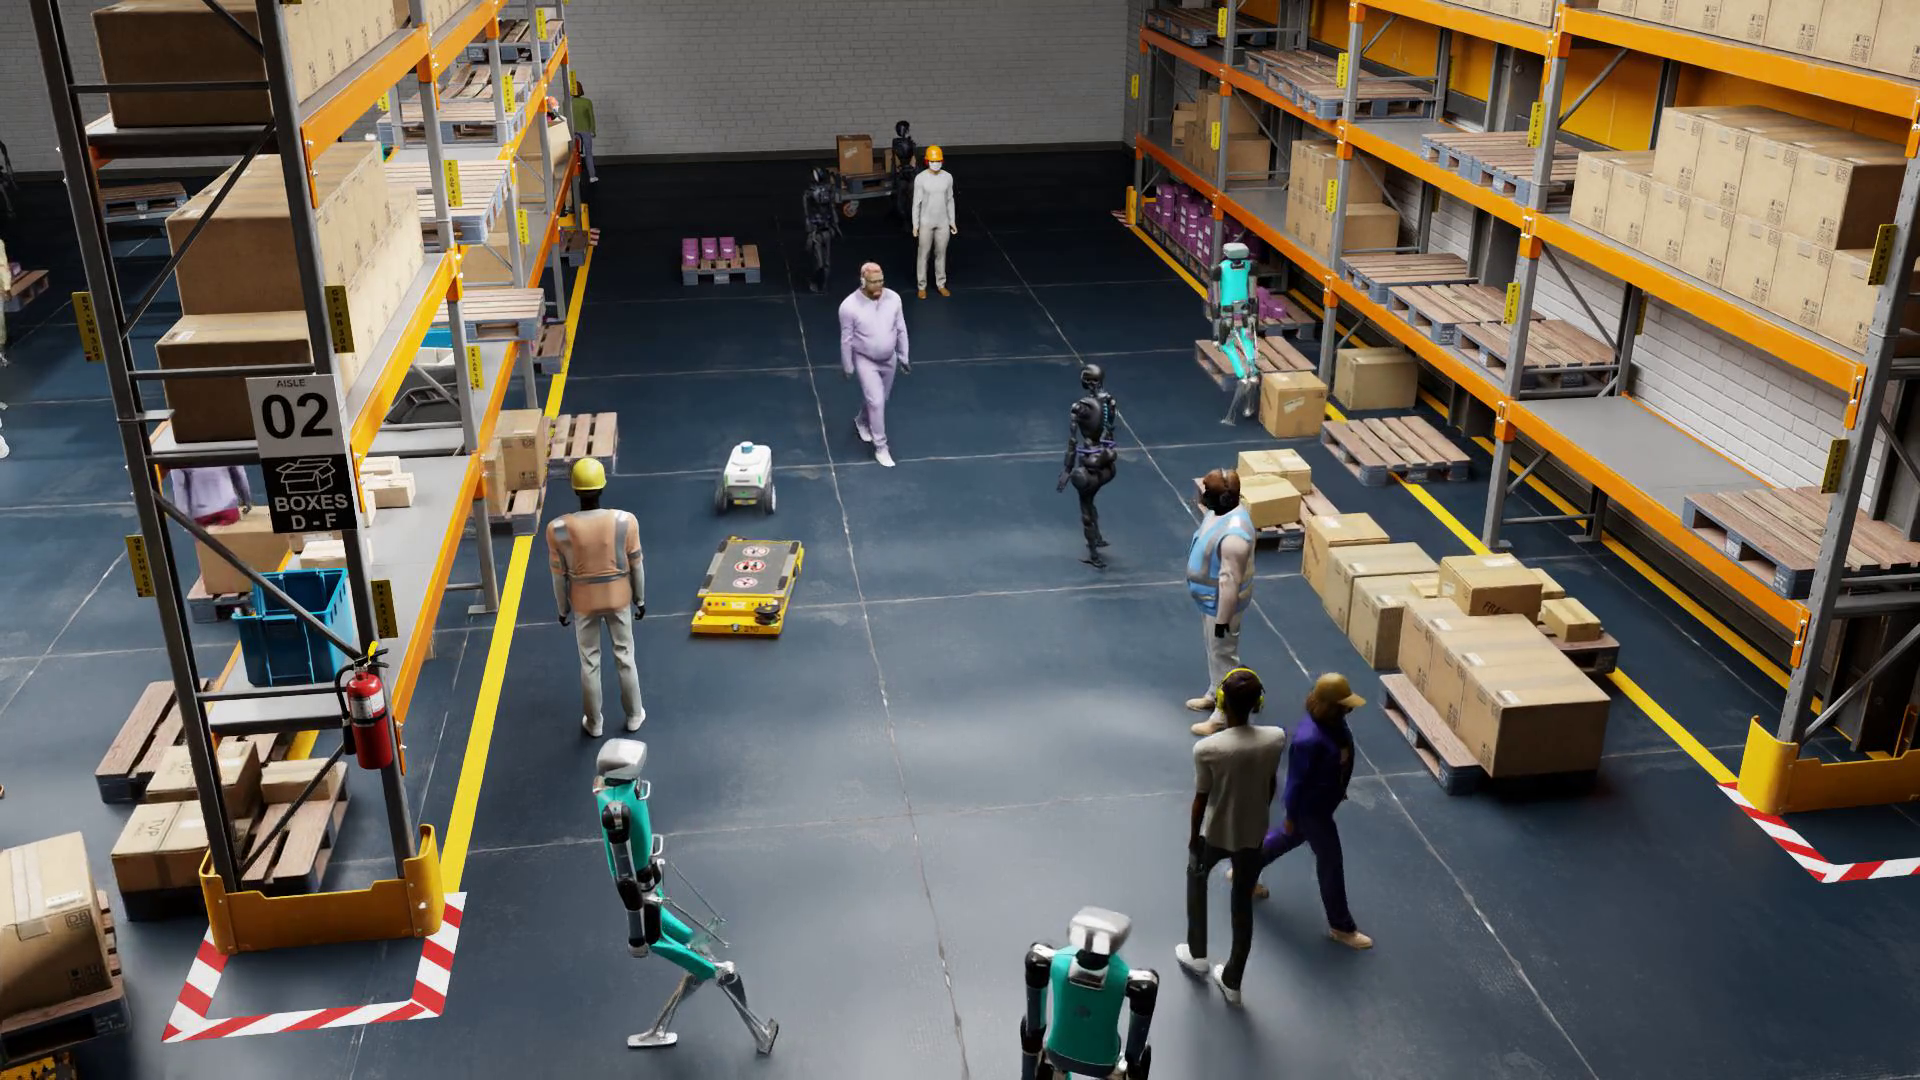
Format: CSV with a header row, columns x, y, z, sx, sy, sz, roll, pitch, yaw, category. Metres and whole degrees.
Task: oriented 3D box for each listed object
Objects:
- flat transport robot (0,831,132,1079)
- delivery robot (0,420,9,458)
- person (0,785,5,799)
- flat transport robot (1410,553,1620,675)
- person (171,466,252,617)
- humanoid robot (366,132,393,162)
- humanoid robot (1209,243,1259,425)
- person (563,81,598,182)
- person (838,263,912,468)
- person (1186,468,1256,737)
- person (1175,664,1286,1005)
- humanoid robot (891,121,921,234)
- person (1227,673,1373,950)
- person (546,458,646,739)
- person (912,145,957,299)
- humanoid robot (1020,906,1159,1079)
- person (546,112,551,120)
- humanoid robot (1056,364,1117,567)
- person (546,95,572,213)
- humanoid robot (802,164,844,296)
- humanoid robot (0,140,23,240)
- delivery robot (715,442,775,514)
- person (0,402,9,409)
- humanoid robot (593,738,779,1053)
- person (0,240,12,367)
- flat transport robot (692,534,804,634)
x,y,z,sx,sy,sz,roll,pitch,yaw,category
-4.752,2.416,8.174,0.659,0.231,1.431,-13,27,-27,flat transport robot
-9.390,-0.993,15.578,0.782,0.589,0.499,-16,28,-32,delivery robot
-6.206,0.735,9.859,0.610,1.995,0.376,3,24,6,person
3.796,0.802,11.851,0.659,0.231,1.431,-3,24,-7,flat transport robot
-5.640,-0.253,12.598,0.514,1.597,0.762,-10,26,-22,person
-7.618,-4.656,22.410,0.541,1.744,0.763,7,25,16,humanoid robot
2.796,-1.991,16.375,0.546,1.767,0.769,-9,25,-19,humanoid robot
-6.194,-6.664,27.156,0.499,1.636,0.281,-1,24,-3,person
-0.811,-1.696,15.557,0.653,1.871,0.927,-15,28,-30,person
1.683,0.392,10.844,0.429,1.836,0.627,0,24,0,person
1.352,1.456,8.421,0.492,1.833,0.638,-4,24,-9,person
-0.722,-5.135,23.624,0.621,1.629,0.387,21,31,39,humanoid robot
1.855,1.375,8.920,0.860,1.586,0.457,14,27,29,person
-2.323,0.379,10.754,0.592,1.924,0.377,-6,24,-14,person
-0.318,-3.948,20.653,0.567,1.895,0.377,-8,25,-17,person
0.594,2.151,6.997,0.559,1.807,0.896,7,25,16,humanoid robot
-6.406,-5.815,24.970,0.632,1.841,0.429,-2,24,-5,person
1.053,-0.594,13.279,0.399,1.650,0.600,22,32,40,humanoid robot
-6.106,-5.814,25.077,0.559,1.750,0.327,5,24,10,person
-1.739,-3.864,20.726,0.379,1.652,0.589,18,29,35,humanoid robot
-13.664,-5.076,23.478,0.615,1.649,0.372,-15,28,-30,humanoid robot
-1.861,-0.547,14.586,0.499,0.608,0.793,0,24,0,delivery robot
-9.982,-2.196,16.600,0.430,1.945,0.488,10,26,21,person
-1.232,1.743,7.931,0.891,1.806,0.545,-3,24,-6,humanoid robot
-10.731,-2.795,18.260,0.562,1.707,0.831,-16,28,-32,person
-1.627,0.336,12.912,0.659,0.231,1.431,1,24,2,flat transport robot
